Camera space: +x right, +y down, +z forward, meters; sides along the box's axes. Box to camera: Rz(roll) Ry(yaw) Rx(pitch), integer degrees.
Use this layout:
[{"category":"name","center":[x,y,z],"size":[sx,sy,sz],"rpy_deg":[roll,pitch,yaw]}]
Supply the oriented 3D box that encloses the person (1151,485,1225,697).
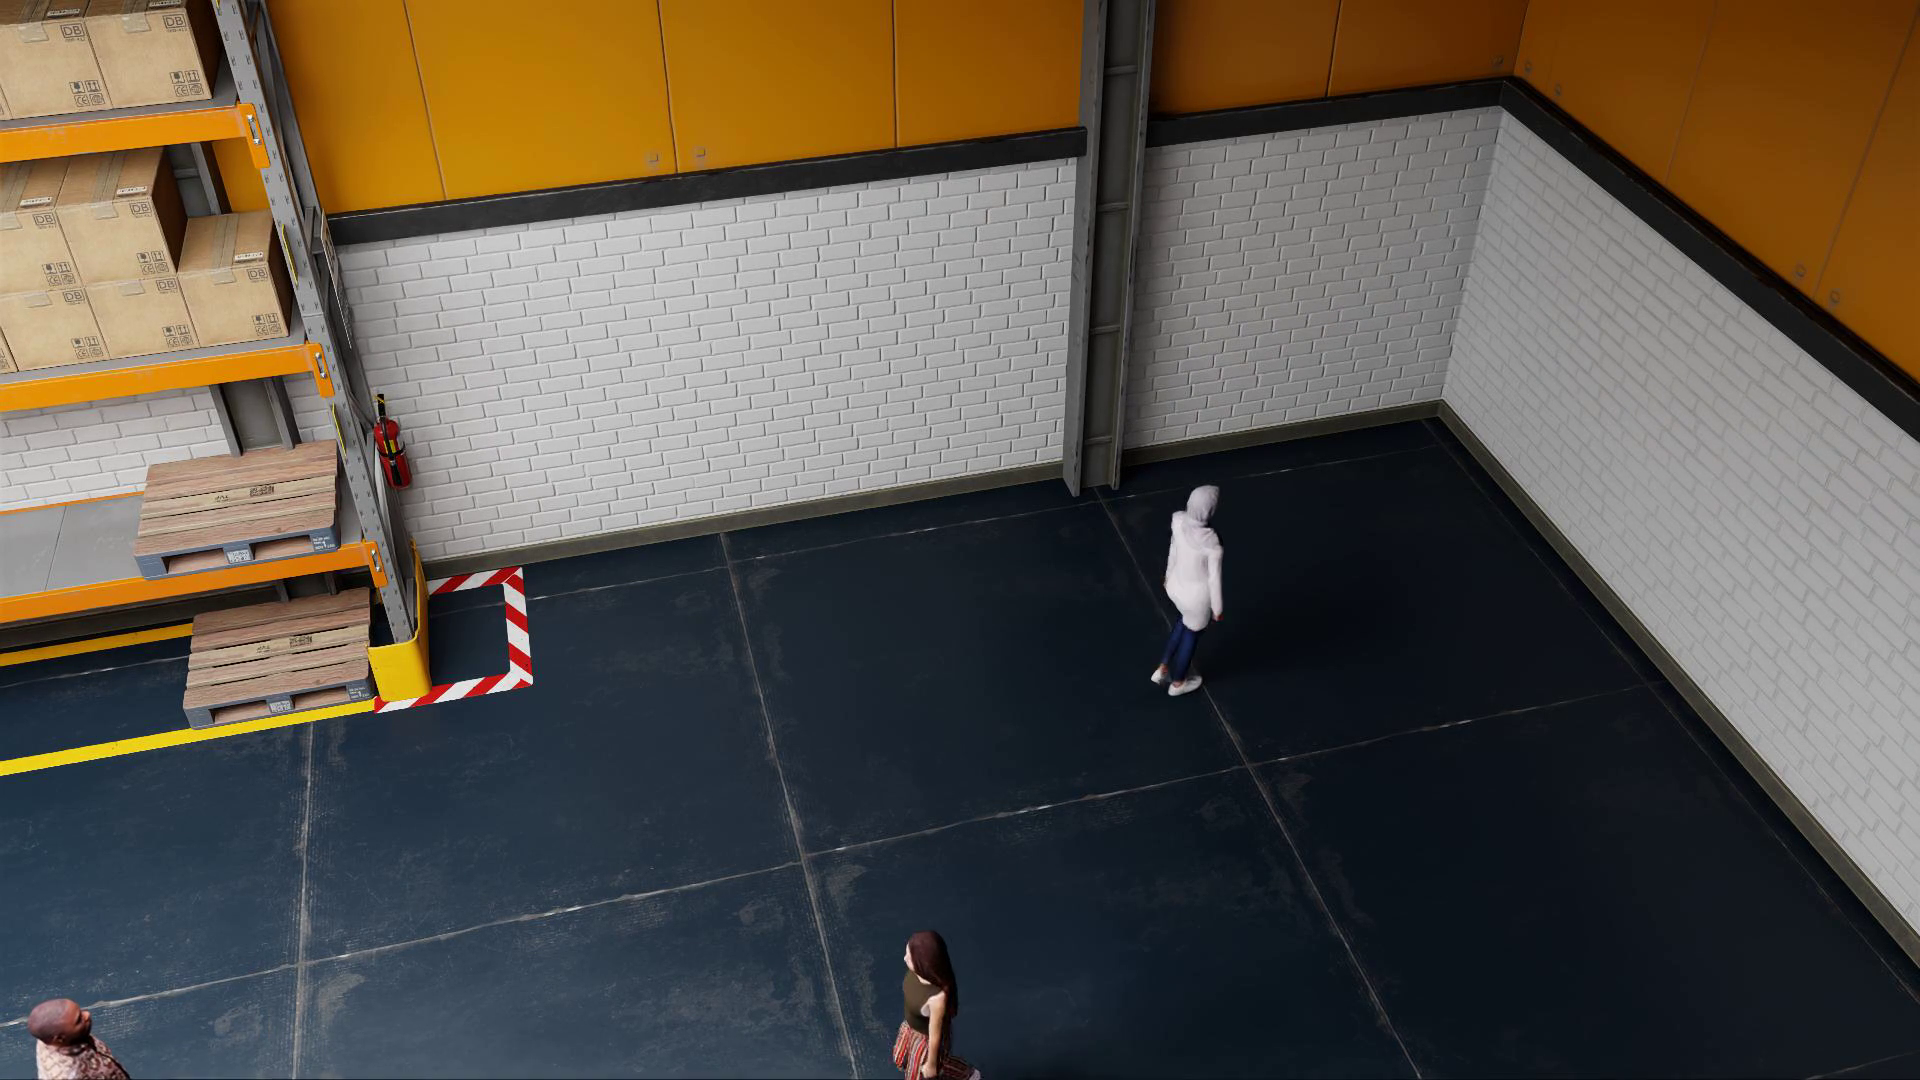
[{"category":"person","center":[1.458,0.382,10.985],"size":[0.746,1.765,0.722],"rpy_deg":[-22,44,-25]}]

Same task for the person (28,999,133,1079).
[{"category":"person","center":[-4.092,2.804,7.922],"size":[0.669,1.803,0.724],"rpy_deg":[-18,42,-21]}]

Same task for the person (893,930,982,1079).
[{"category":"person","center":[-0.085,2.501,8.501],"size":[0.723,1.554,0.560],"rpy_deg":[-11,40,-14]}]
